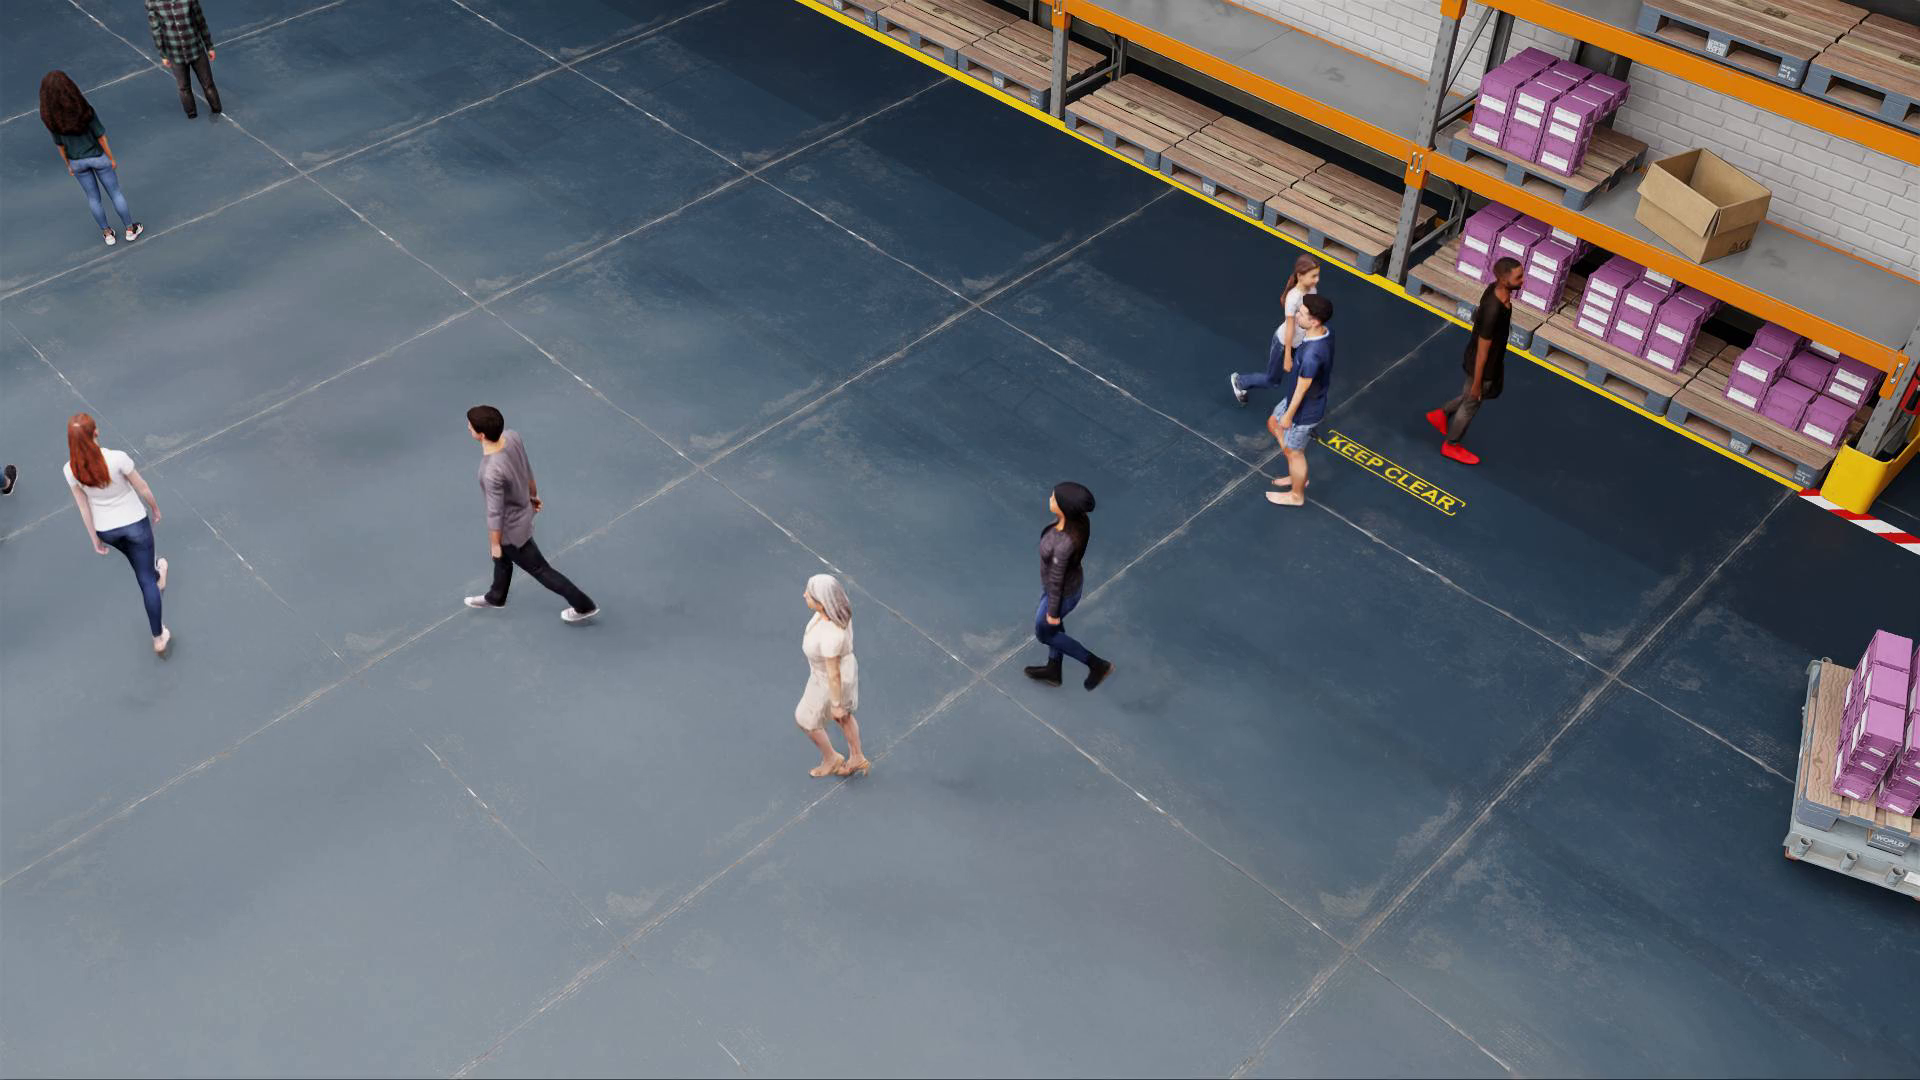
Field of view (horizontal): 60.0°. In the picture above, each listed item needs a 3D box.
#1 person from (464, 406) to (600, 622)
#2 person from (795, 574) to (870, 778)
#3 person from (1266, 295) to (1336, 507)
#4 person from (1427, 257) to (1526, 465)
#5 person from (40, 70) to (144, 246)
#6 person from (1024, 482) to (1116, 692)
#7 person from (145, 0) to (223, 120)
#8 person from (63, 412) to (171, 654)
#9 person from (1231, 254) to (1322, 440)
[{"bbox_3d":[-2.850,-0.114,10.925,1.264,1.811,1.190,2,44,2],"label":"person"},{"bbox_3d":[-0.668,0.860,9.966,0.811,1.722,0.753,2,44,2],"label":"person"},{"bbox_3d":[2.517,-0.958,11.794,0.773,1.833,0.747,13,45,13],"label":"person"},{"bbox_3d":[3.753,-1.333,12.215,0.833,1.795,0.779,18,46,18],"label":"person"},{"bbox_3d":[-7.559,-3.311,14.421,0.705,1.617,0.739,-10,45,-11],"label":"person"},{"bbox_3d":[0.723,0.345,10.500,0.967,1.732,0.854,11,45,11],"label":"person"},{"bbox_3d":[-7.500,-4.760,16.063,0.738,1.715,0.659,-17,46,-17],"label":"person"},{"bbox_3d":[-5.485,-0.006,10.905,0.948,1.680,1.211,-12,45,-12],"label":"person"},{"bbox_3d":[2.451,-1.504,12.579,1.001,1.540,0.529,33,53,30],"label":"person"}]
